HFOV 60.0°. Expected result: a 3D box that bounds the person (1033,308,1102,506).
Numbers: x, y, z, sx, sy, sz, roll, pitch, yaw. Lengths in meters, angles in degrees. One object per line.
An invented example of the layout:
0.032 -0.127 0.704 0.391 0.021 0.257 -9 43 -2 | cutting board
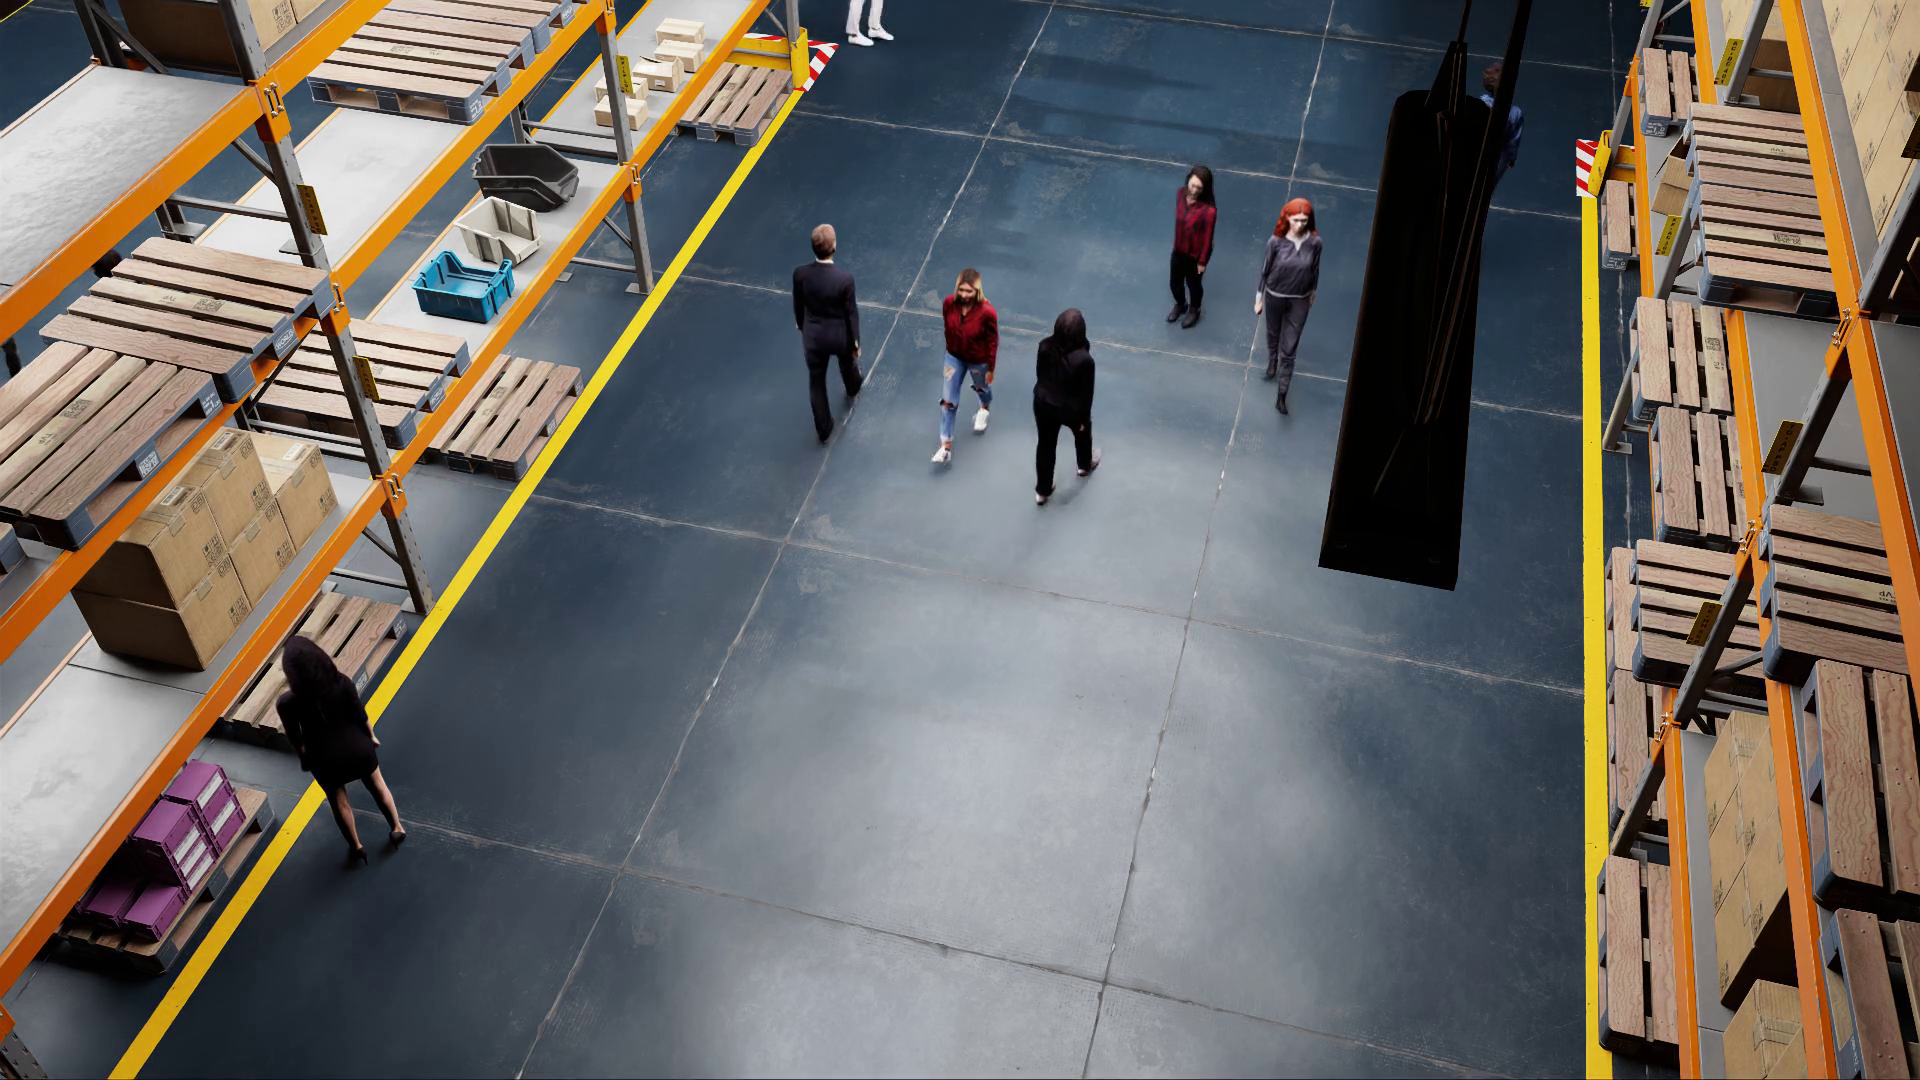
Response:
0.699 -0.913 12.060 0.767 1.585 0.969 18 46 18 | person

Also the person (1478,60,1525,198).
4.471 -3.196 14.319 0.901 1.775 1.154 26 49 25 | person

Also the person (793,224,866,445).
-1.027 -1.510 12.544 0.750 1.783 1.089 8 44 9 | person

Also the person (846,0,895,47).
-1.091 -5.997 17.238 0.804 1.805 0.649 9 44 9 | person

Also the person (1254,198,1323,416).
2.550 -1.931 13.022 0.684 1.734 1.132 6 44 7 | person

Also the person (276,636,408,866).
-3.595 1.242 9.640 0.651 1.803 0.703 -20 47 -20 | person

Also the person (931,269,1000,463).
0.098 -1.393 12.568 0.677 1.581 1.112 14 45 15 | person

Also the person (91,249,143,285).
-6.177 -1.480 12.554 0.680 1.726 0.582 -2 44 -2 | person

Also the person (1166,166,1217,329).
1.931 -2.418 13.610 0.787 1.627 0.735 -23 48 -22 | person
